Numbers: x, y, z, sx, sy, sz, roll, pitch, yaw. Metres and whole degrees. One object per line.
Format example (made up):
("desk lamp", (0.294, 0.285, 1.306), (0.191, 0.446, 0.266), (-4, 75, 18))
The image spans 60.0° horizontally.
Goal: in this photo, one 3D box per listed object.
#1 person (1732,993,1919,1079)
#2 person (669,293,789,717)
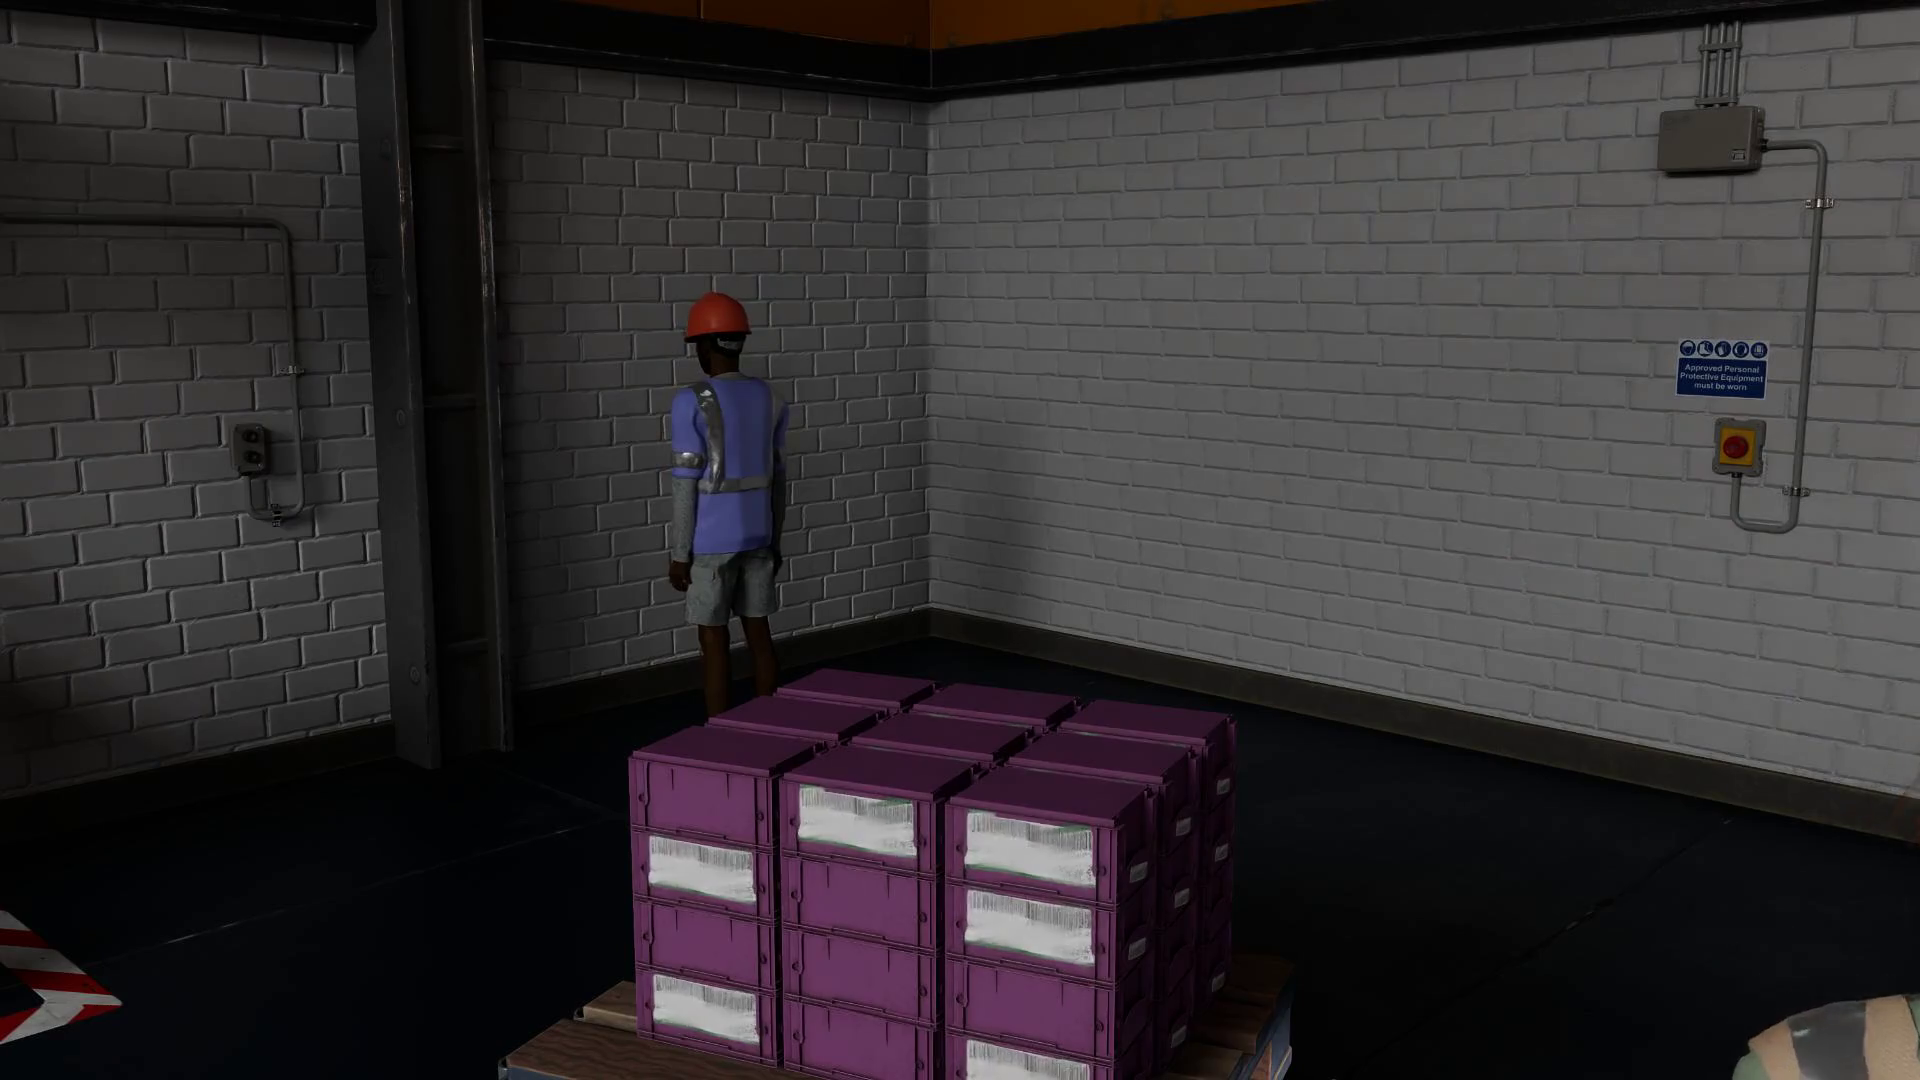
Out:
("person", (0.966, 0.974, 1.614), (0.528, 1.595, 0.891), (3, 10, 16))
("person", (-0.936, -0.010, 6.622), (0.382, 1.929, 0.540), (8, 12, 41))
